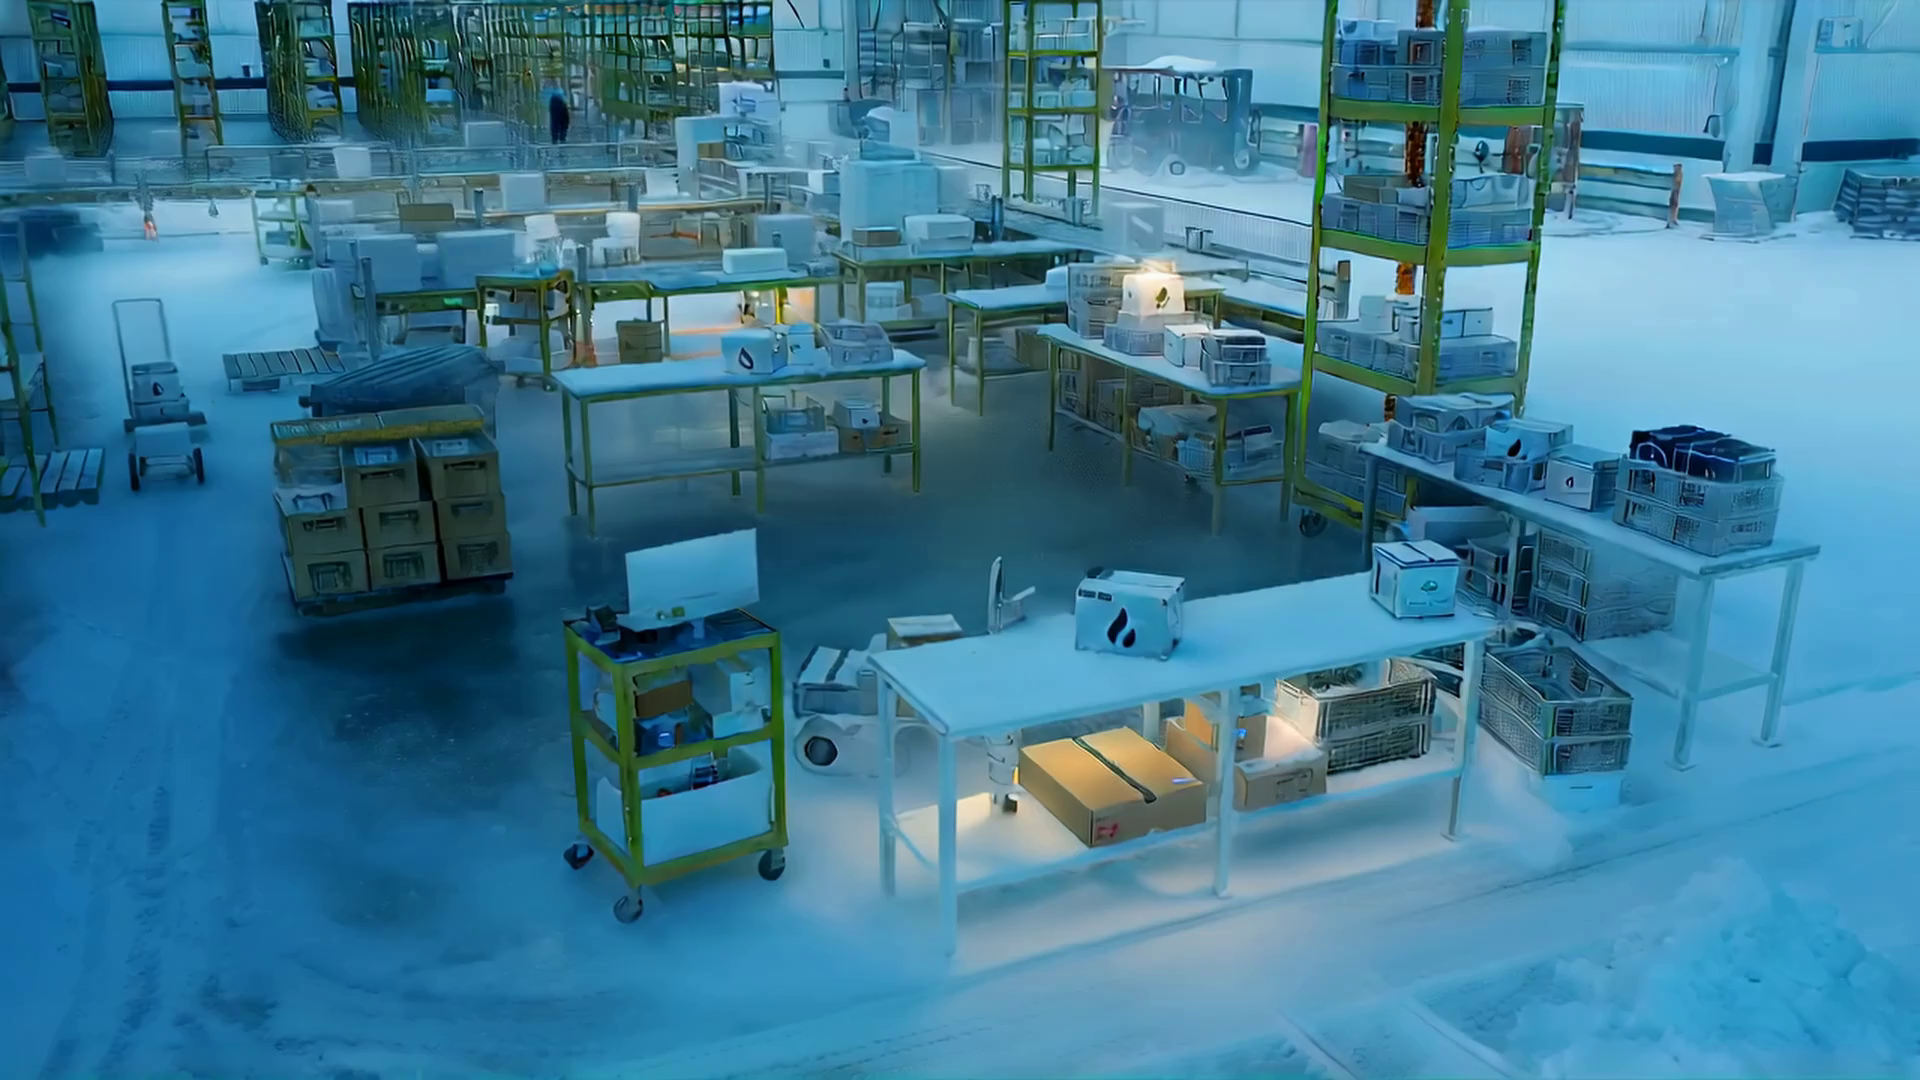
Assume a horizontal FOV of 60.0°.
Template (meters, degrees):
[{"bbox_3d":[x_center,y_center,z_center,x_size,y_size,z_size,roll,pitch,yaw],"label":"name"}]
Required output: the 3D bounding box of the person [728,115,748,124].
[{"bbox_3d":[-4.593,-8.554,35.046,0.876,1.786,0.604,3,18,10],"label":"person"}]

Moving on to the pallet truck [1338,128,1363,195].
[{"bbox_3d":[7.845,-7.140,31.411,1.522,1.261,0.704,-9,20,-25],"label":"pallet truck"}]

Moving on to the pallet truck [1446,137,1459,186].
[{"bbox_3d":[9.184,-6.485,29.328,1.630,1.274,0.653,-8,19,-23],"label":"pallet truck"}]

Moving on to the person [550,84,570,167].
[{"bbox_3d":[-8.508,-8.751,35.493,0.402,1.907,0.649,-3,18,-10],"label":"person"}]

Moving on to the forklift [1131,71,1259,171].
[{"bbox_3d":[4.998,-8.936,35.413,2.680,1.987,1.157,-9,20,-25],"label":"forklift"}]

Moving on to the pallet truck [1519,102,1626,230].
[{"bbox_3d":[9.972,-6.037,26.785,1.885,1.965,0.823,-9,20,-25],"label":"pallet truck"}]

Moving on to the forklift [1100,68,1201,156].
[{"bbox_3d":[4.082,-9.564,37.410,2.680,1.987,1.157,-8,19,-23],"label":"forklift"}]

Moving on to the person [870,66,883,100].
[{"bbox_3d":[-2.461,-13.398,50.314,0.615,1.798,0.608,-5,18,-14],"label":"person"}]

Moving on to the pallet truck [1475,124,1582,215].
[{"bbox_3d":[9.707,-6.455,28.103,1.885,1.965,0.823,-7,19,-20],"label":"pallet truck"}]

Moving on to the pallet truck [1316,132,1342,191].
[{"bbox_3d":[7.723,-7.504,32.656,1.601,1.201,0.680,-8,19,-23],"label":"pallet truck"}]
